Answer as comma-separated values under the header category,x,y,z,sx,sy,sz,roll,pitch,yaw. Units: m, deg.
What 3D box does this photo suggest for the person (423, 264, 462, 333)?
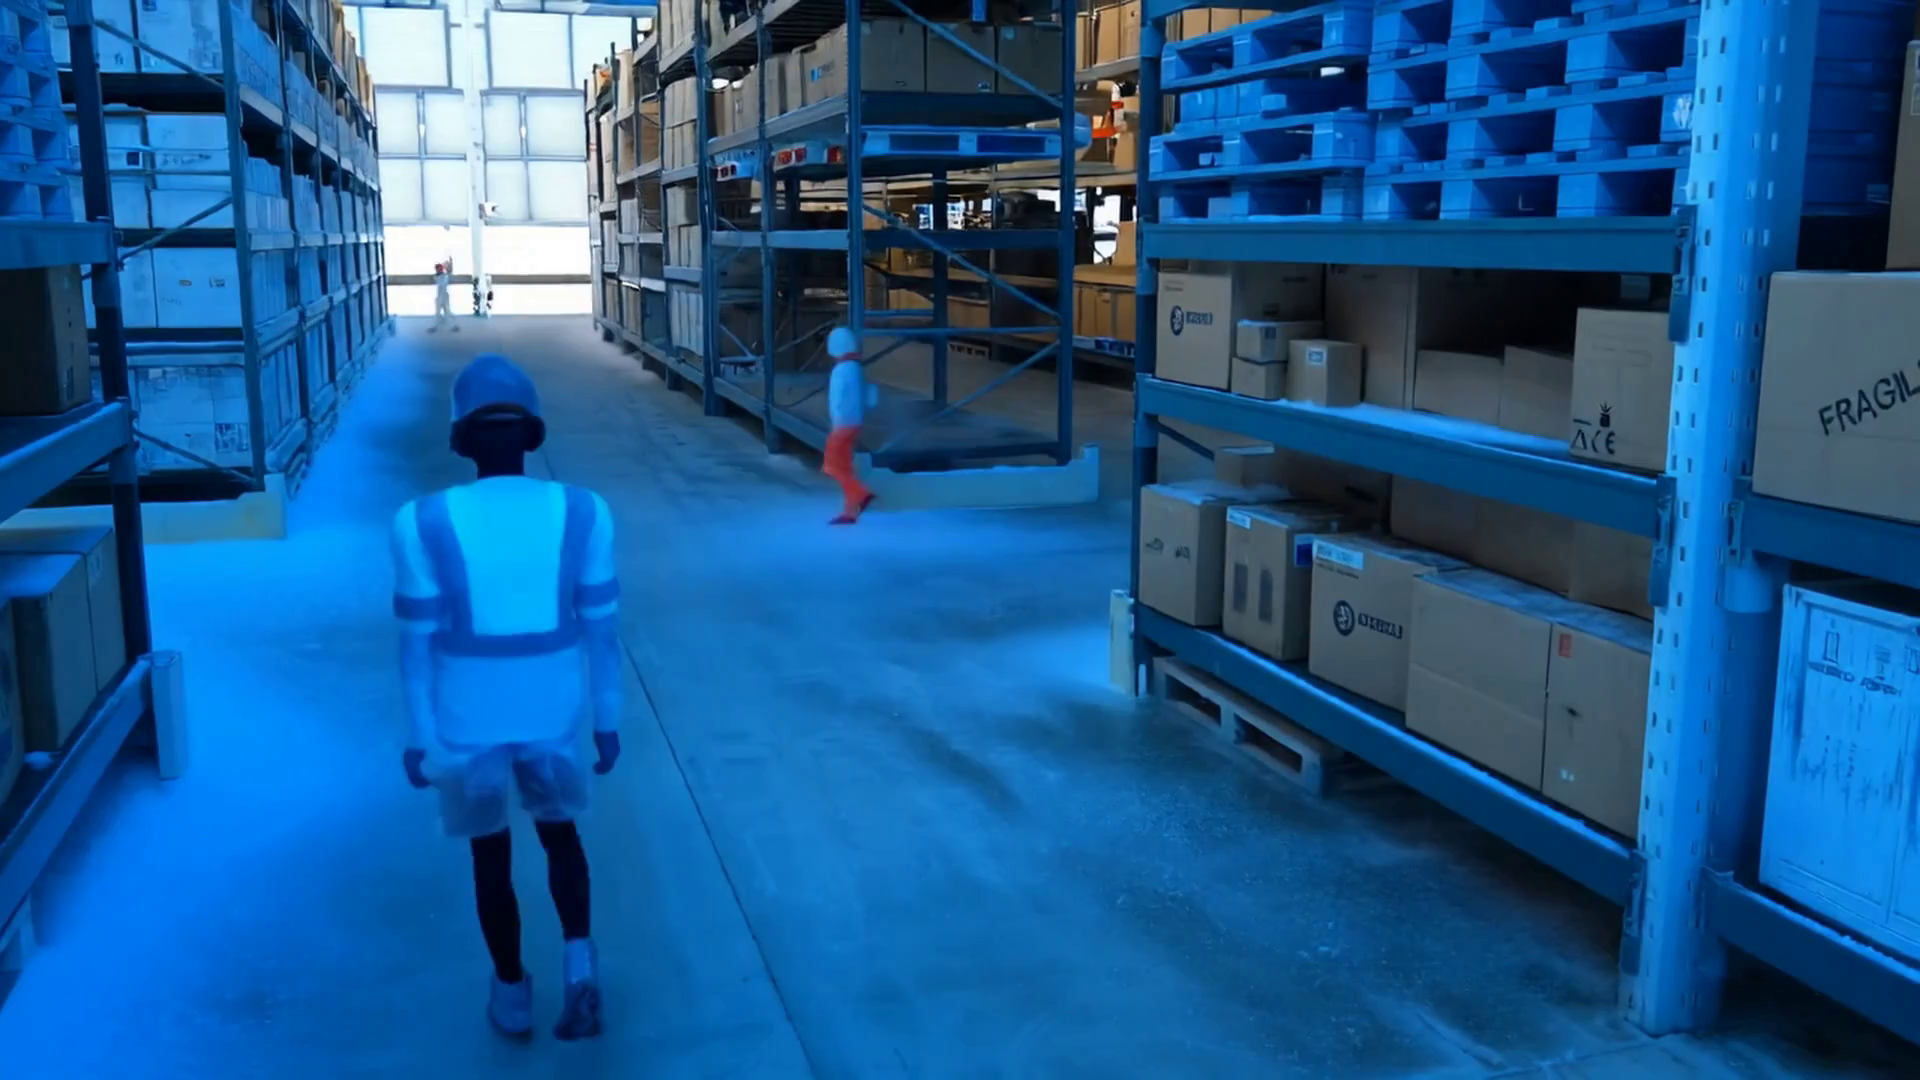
category,x,y,z,sx,sy,sz,roll,pitch,yaw
person,-12.657,-5.896,40.652,0.917,1.695,0.493,-3,11,-17

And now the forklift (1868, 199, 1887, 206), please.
category,x,y,z,sx,sy,sz,roll,pitch,yaw
forklift,11.338,-2.915,21.052,1.129,2.768,1.873,-3,11,-17

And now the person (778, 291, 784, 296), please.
category,x,y,z,sx,sy,sz,roll,pitch,yaw
person,-3.928,-5.358,37.344,0.642,1.824,0.542,-3,11,-16

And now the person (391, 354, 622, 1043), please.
category,x,y,z,sx,sy,sz,roll,pitch,yaw
person,-1.258,0.495,4.695,0.612,2.026,0.590,-5,11,-25

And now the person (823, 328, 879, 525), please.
category,x,y,z,sx,sy,sz,roll,pitch,yaw
person,-0.902,-0.899,13.449,0.410,1.625,0.498,3,11,14
